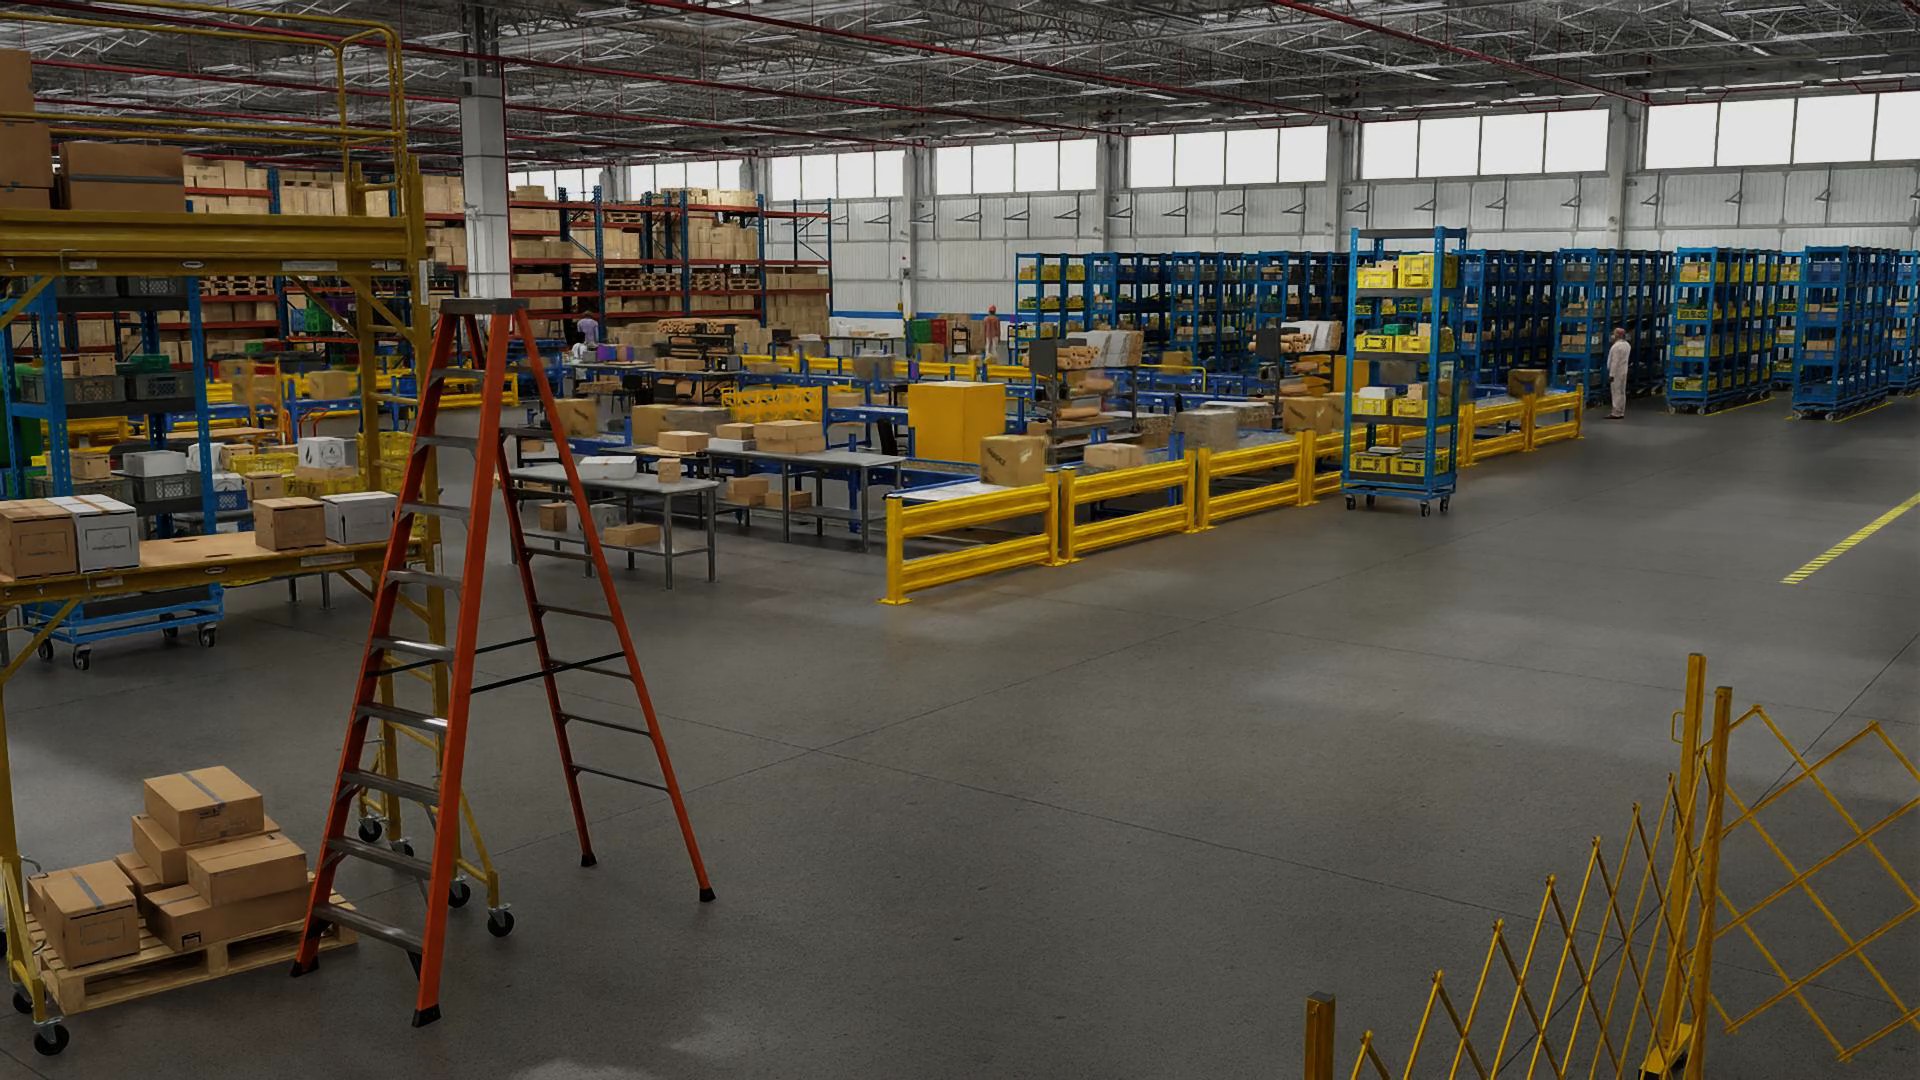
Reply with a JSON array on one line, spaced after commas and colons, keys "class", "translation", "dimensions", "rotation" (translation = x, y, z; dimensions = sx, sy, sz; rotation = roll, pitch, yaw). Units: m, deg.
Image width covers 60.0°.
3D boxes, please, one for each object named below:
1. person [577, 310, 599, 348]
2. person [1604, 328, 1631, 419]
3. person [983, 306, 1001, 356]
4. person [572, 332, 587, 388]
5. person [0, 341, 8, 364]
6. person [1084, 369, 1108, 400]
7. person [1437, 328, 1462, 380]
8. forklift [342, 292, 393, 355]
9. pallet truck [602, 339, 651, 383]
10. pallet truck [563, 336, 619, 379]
[{"class": "person", "translation": [-11.326, -6.036, 50.684], "dimensions": [0.624, 1.932, 0.369], "rotation": [-1, 9, -6]}, {"class": "person", "translation": [13.705, -3.469, 34.706], "dimensions": [0.405, 1.911, 0.636], "rotation": [9, 13, 43]}, {"class": "person", "translation": [1.061, -6.633, 54.191], "dimensions": [0.621, 1.992, 0.387], "rotation": [5, 10, 28]}, {"class": "person", "translation": [-8.828, -4.001, 38.699], "dimensions": [0.319, 1.692, 0.533], "rotation": [-7, 12, -38]}, {"class": "person", "translation": [-22.505, -4.085, 38.719], "dimensions": [0.671, 1.848, 1.012], "rotation": [-7, 12, -39]}, {"class": "person", "translation": [2.442, -2.658, 30.197], "dimensions": [0.489, 1.725, 0.544], "rotation": [5, 10, 29]}, {"class": "person", "translation": [10.949, -3.851, 37.362], "dimensions": [0.588, 1.822, 0.403], "rotation": [-2, 9, -15]}, {"class": "forklift", "translation": [-16.485, -5.622, 45.120], "dimensions": [1.129, 2.768, 1.873], "rotation": [7, 11, 37]}, {"class": "pallet truck", "translation": [-8.991, -4.871, 45.351], "dimensions": [0.653, 1.274, 1.630], "rotation": [7, 11, 37]}, {"class": "pallet truck", "translation": [-10.690, -5.294, 48.215], "dimensions": [1.601, 1.201, 0.680], "rotation": [-5, 10, -26]}]
